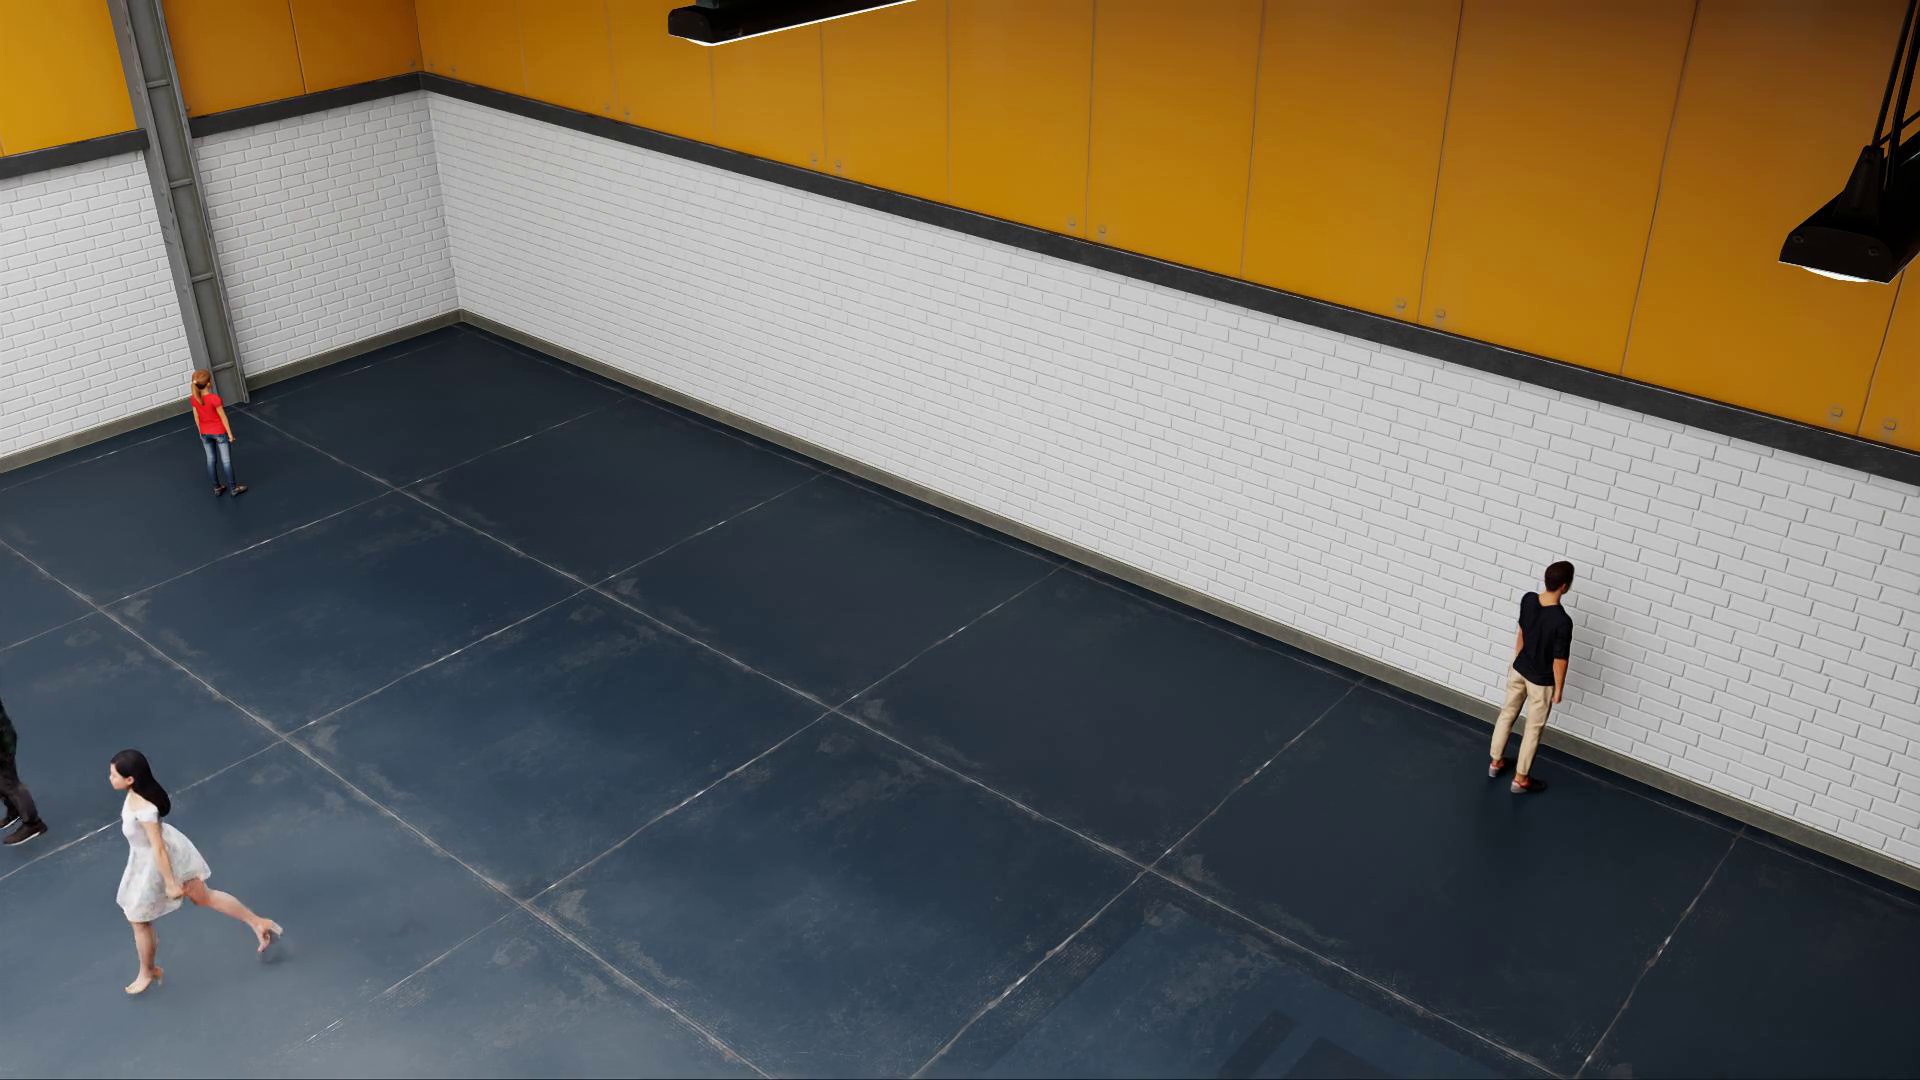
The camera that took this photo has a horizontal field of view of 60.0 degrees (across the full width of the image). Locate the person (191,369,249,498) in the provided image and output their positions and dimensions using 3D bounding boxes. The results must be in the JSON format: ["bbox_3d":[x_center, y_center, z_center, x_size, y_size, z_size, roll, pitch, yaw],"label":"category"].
[{"bbox_3d":[-7.246,-1.038,16.139,0.570,1.310,0.607,4,29,7],"label":"person"}]

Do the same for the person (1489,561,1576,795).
[{"bbox_3d":[4.108,0.968,11.896,0.653,1.852,0.690,-16,32,-26],"label":"person"}]

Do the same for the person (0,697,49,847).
[{"bbox_3d":[-6.476,1.290,11.225,0.619,1.705,0.718,-22,36,-35],"label":"person"}]

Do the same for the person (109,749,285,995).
[{"bbox_3d":[-4.749,1.994,10.133,1.255,1.737,0.958,-12,31,-20],"label":"person"}]
